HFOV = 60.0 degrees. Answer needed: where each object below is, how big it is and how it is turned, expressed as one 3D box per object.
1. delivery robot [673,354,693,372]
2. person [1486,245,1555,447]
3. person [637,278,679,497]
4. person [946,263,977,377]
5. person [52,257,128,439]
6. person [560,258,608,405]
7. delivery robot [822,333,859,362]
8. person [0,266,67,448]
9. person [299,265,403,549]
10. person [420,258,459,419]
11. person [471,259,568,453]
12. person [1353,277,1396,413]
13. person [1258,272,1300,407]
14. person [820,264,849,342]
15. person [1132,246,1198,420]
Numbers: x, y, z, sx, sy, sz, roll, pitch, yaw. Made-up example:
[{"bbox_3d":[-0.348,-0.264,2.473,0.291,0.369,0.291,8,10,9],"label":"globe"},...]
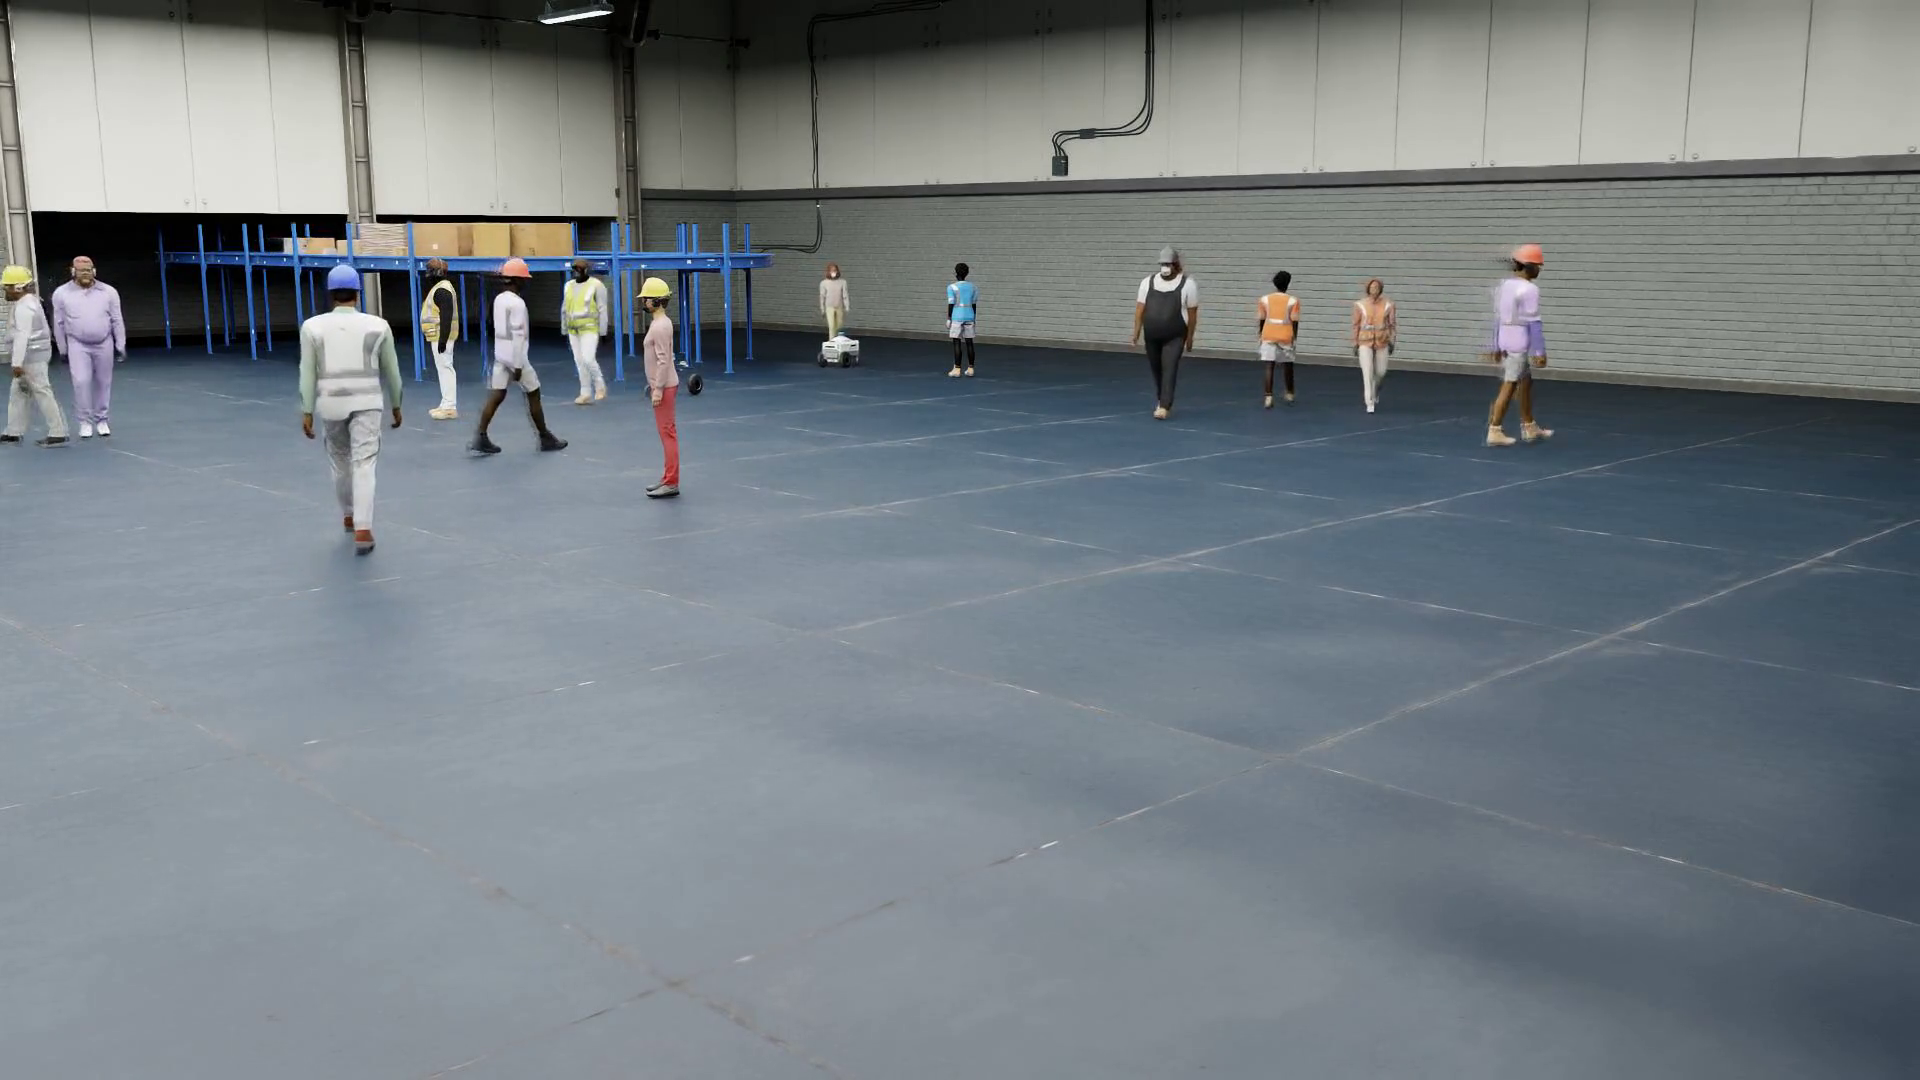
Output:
[{"bbox_3d":[-3.843,-2.365,22.131,0.335,0.223,0.698,5,12,28],"label":"delivery robot"},{"bbox_3d":[5.737,-1.949,16.744,0.922,2.004,0.633,-1,10,-7],"label":"person"},{"bbox_3d":[-2.448,-1.240,13.541,0.314,1.769,0.523,-2,11,-9],"label":"person"},{"bbox_3d":[0.023,-3.305,24.990,0.542,1.695,0.316,-7,13,-34],"label":"person"},{"bbox_3d":[-9.092,-2.014,17.439,0.654,1.877,0.797,-7,13,-34],"label":"person"},{"bbox_3d":[-4.716,-2.613,20.851,0.639,1.827,0.439,6,12,29],"label":"person"},{"bbox_3d":[-1.934,-3.121,26.961,0.477,0.478,0.707,5,12,25],"label":"delivery robot"},{"bbox_3d":[-9.392,-1.809,16.566,0.831,1.794,0.607,-5,11,-24],"label":"person"},{"bbox_3d":[-4.168,-0.923,11.432,0.627,1.889,1.034,-2,11,-12],"label":"person"},{"bbox_3d":[-6.045,-2.342,19.339,0.429,1.842,0.633,-4,11,-20],"label":"person"},{"bbox_3d":[-4.370,-1.787,16.207,0.988,1.889,0.563,-10,14,-43],"label":"person"},{"bbox_3d":[4.989,-2.366,20.082,0.511,1.621,0.578,1,10,7],"label":"person"},{"bbox_3d":[3.982,-2.500,20.707,0.542,1.654,0.859,4,11,21],"label":"person"},{"bbox_3d":[-2.262,-4.144,29.796,0.499,1.610,0.719,-3,11,-17],"label":"person"},{"bbox_3d":[2.411,-2.441,19.453,0.695,2.000,1.029,5,11,24],"label":"person"}]
